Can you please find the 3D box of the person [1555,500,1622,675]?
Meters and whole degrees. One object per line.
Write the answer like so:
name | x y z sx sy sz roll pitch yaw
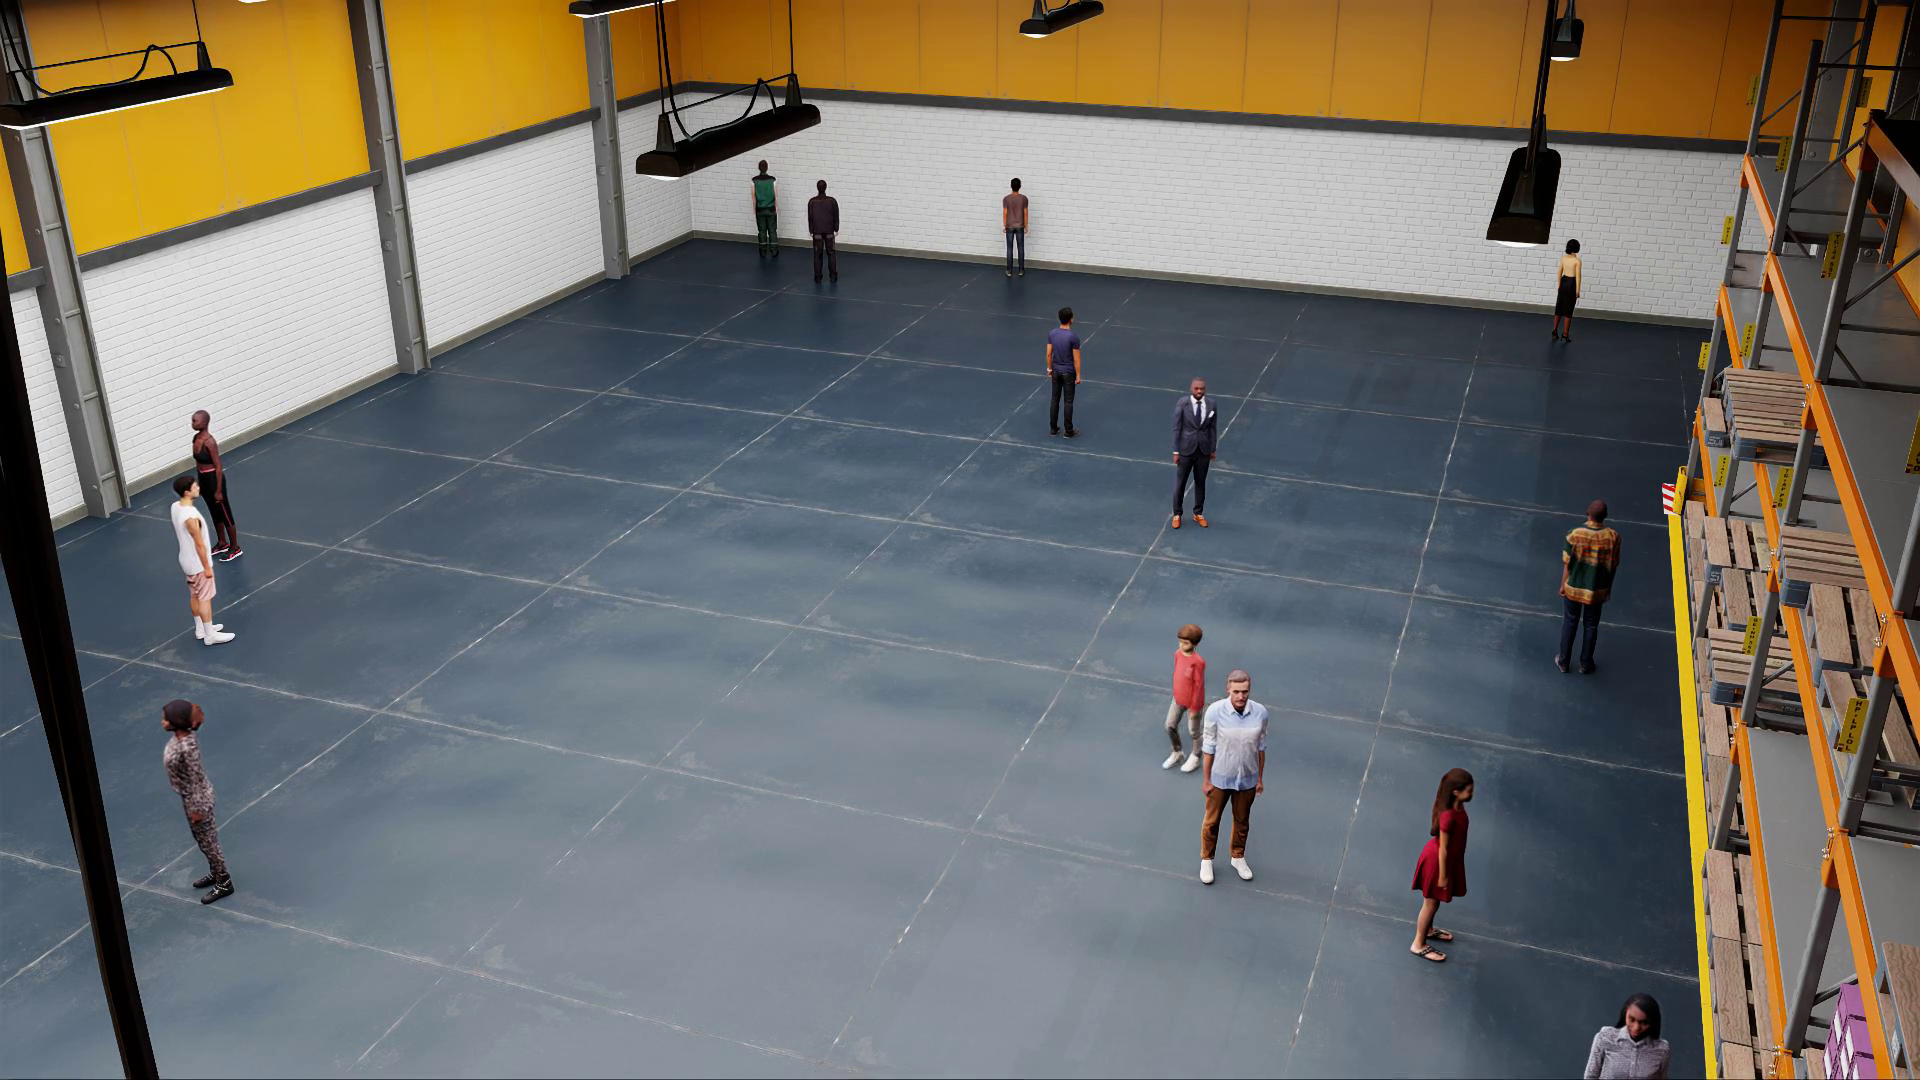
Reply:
person | 6.116 0.454 16.239 0.708 1.808 0.667 6 24 14

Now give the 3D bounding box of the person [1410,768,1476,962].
person | 3.538 2.351 12.220 0.623 1.550 0.557 11 26 23

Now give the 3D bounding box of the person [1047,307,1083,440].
person | 1.393 -2.270 22.492 0.683 1.790 0.571 12 27 26

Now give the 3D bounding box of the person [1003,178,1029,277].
person | 1.015 -5.733 30.428 0.699 1.779 0.681 -2 24 -3

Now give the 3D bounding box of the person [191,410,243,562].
person | -8.431 -0.636 18.795 0.636 1.757 0.624 17 29 33

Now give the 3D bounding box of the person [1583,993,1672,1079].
person | 3.841 3.360 9.693 0.593 1.725 0.516 9 25 20

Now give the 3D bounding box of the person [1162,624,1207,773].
person | 2.059 1.378 14.628 0.677 1.405 0.631 -20 31 -39

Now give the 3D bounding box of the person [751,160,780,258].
person | -3.710 -6.330 31.714 0.720 1.842 0.715 -1 24 -3

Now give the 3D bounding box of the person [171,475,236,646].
person | -7.751 0.196 16.856 0.718 1.786 0.724 -20 31 -38

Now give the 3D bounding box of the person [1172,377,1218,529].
person | 2.761 -1.054 19.669 0.786 1.824 0.775 -3 24 -6

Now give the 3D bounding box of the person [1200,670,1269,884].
person | 2.136 1.830 13.066 0.771 1.827 0.753 -3 24 -8

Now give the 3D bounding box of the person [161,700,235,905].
person | -5.889 1.998 12.823 0.720 1.714 0.678 -15 28 -30

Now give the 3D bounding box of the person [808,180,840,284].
person | -2.465 -5.562 29.963 0.801 1.838 0.762 -3 24 -7

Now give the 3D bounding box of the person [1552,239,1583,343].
person | 9.728 -4.000 26.622 0.707 1.652 0.666 -14 27 -29
